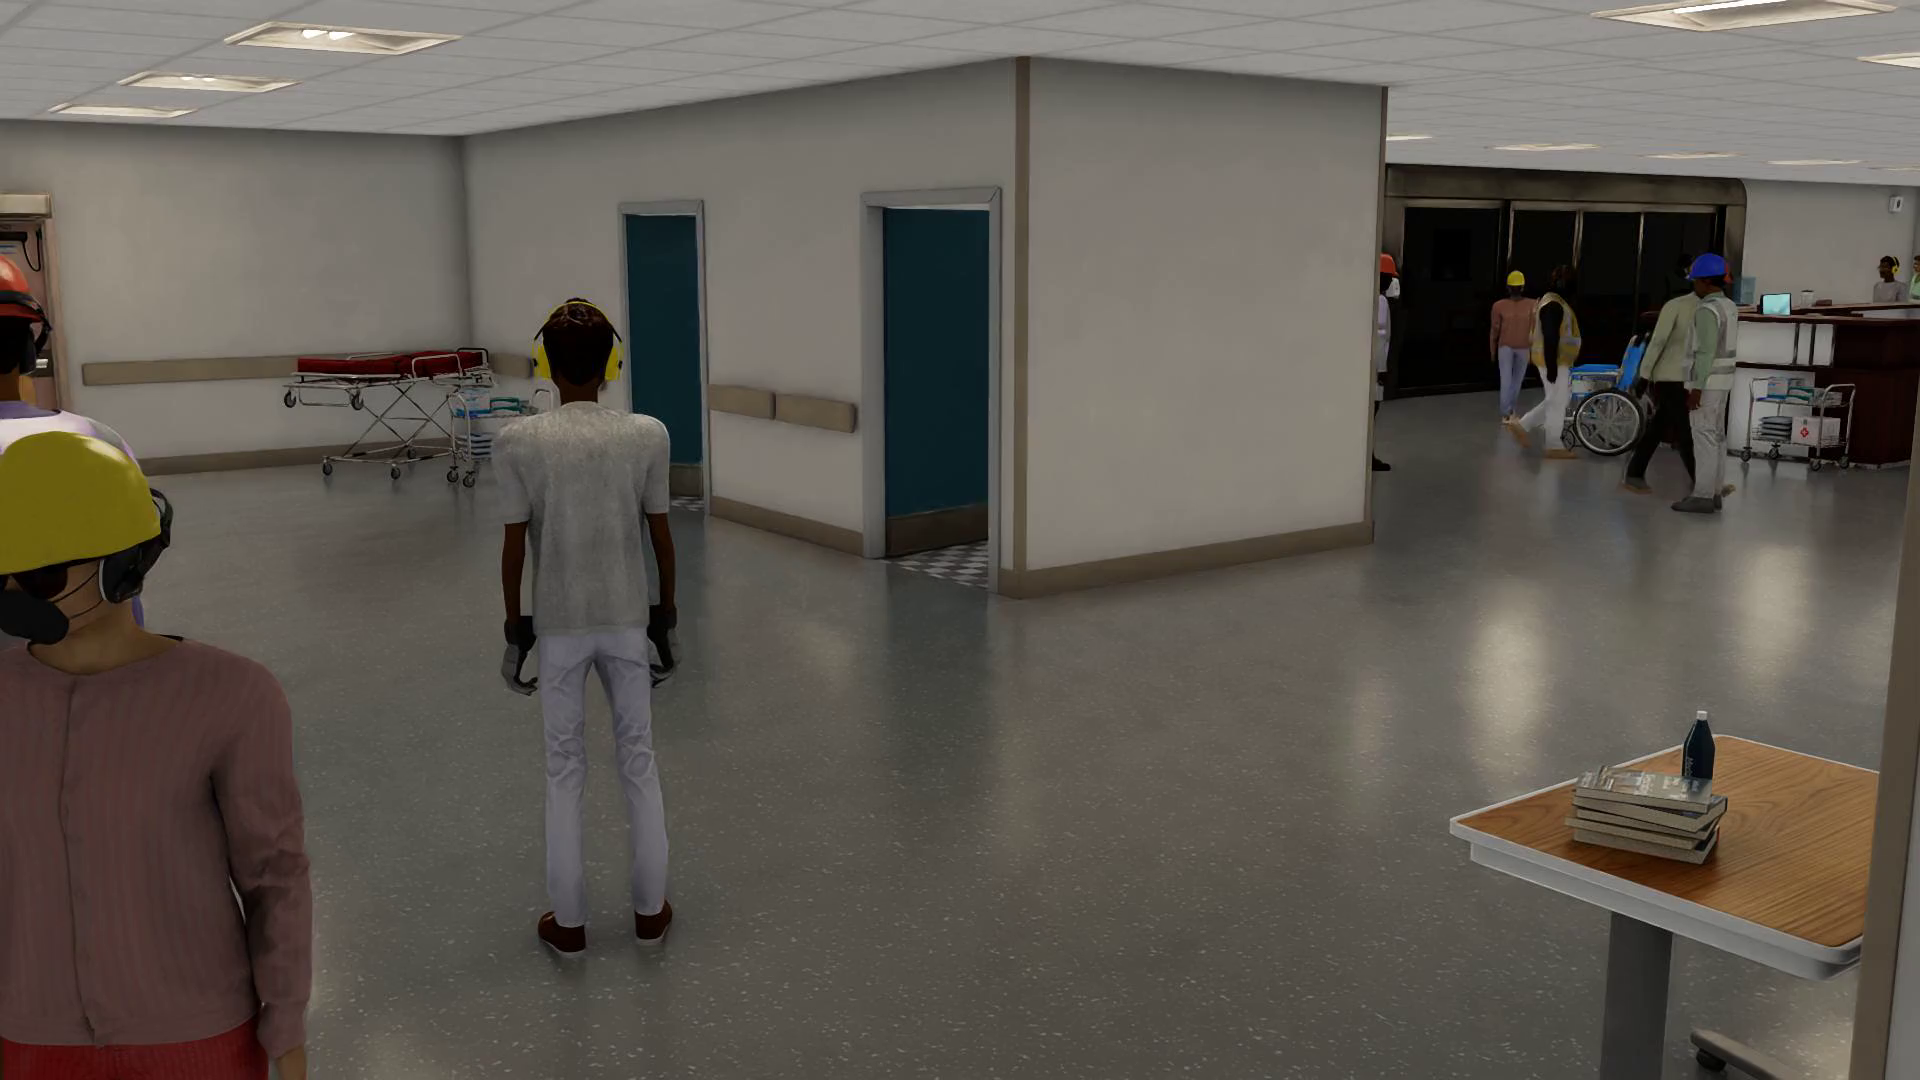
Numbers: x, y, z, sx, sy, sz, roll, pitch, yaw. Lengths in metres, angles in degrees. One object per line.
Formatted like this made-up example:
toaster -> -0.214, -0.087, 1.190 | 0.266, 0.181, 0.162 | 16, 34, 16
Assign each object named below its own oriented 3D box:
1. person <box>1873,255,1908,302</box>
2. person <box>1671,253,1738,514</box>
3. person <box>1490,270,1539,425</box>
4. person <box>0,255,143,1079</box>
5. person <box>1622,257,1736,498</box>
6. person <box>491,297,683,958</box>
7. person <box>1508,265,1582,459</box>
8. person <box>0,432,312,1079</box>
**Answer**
person -> 11.408, -2.564, 20.527 | 0.331, 1.872, 0.513 | -3, 11, -17
person -> 5.616, -1.174, 12.527 | 0.407, 1.942, 0.615 | 8, 13, 38
person -> 6.273, -2.191, 18.842 | 0.523, 1.726, 0.874 | 1, 10, 8
person -> -1.968, 0.409, 3.445 | 0.407, 2.029, 0.612 | 3, 11, 19
person -> 5.744, -1.270, 13.158 | 0.625, 1.906, 1.063 | -7, 12, -33
person -> -1.047, 0.256, 4.728 | 0.510, 1.872, 0.328 | -4, 11, -19
person -> 5.551, -1.668, 15.659 | 0.569, 1.828, 0.626 | 5, 11, 25
person -> -1.226, 0.717, 2.441 | 0.534, 1.765, 0.316 | -1, 10, -4
